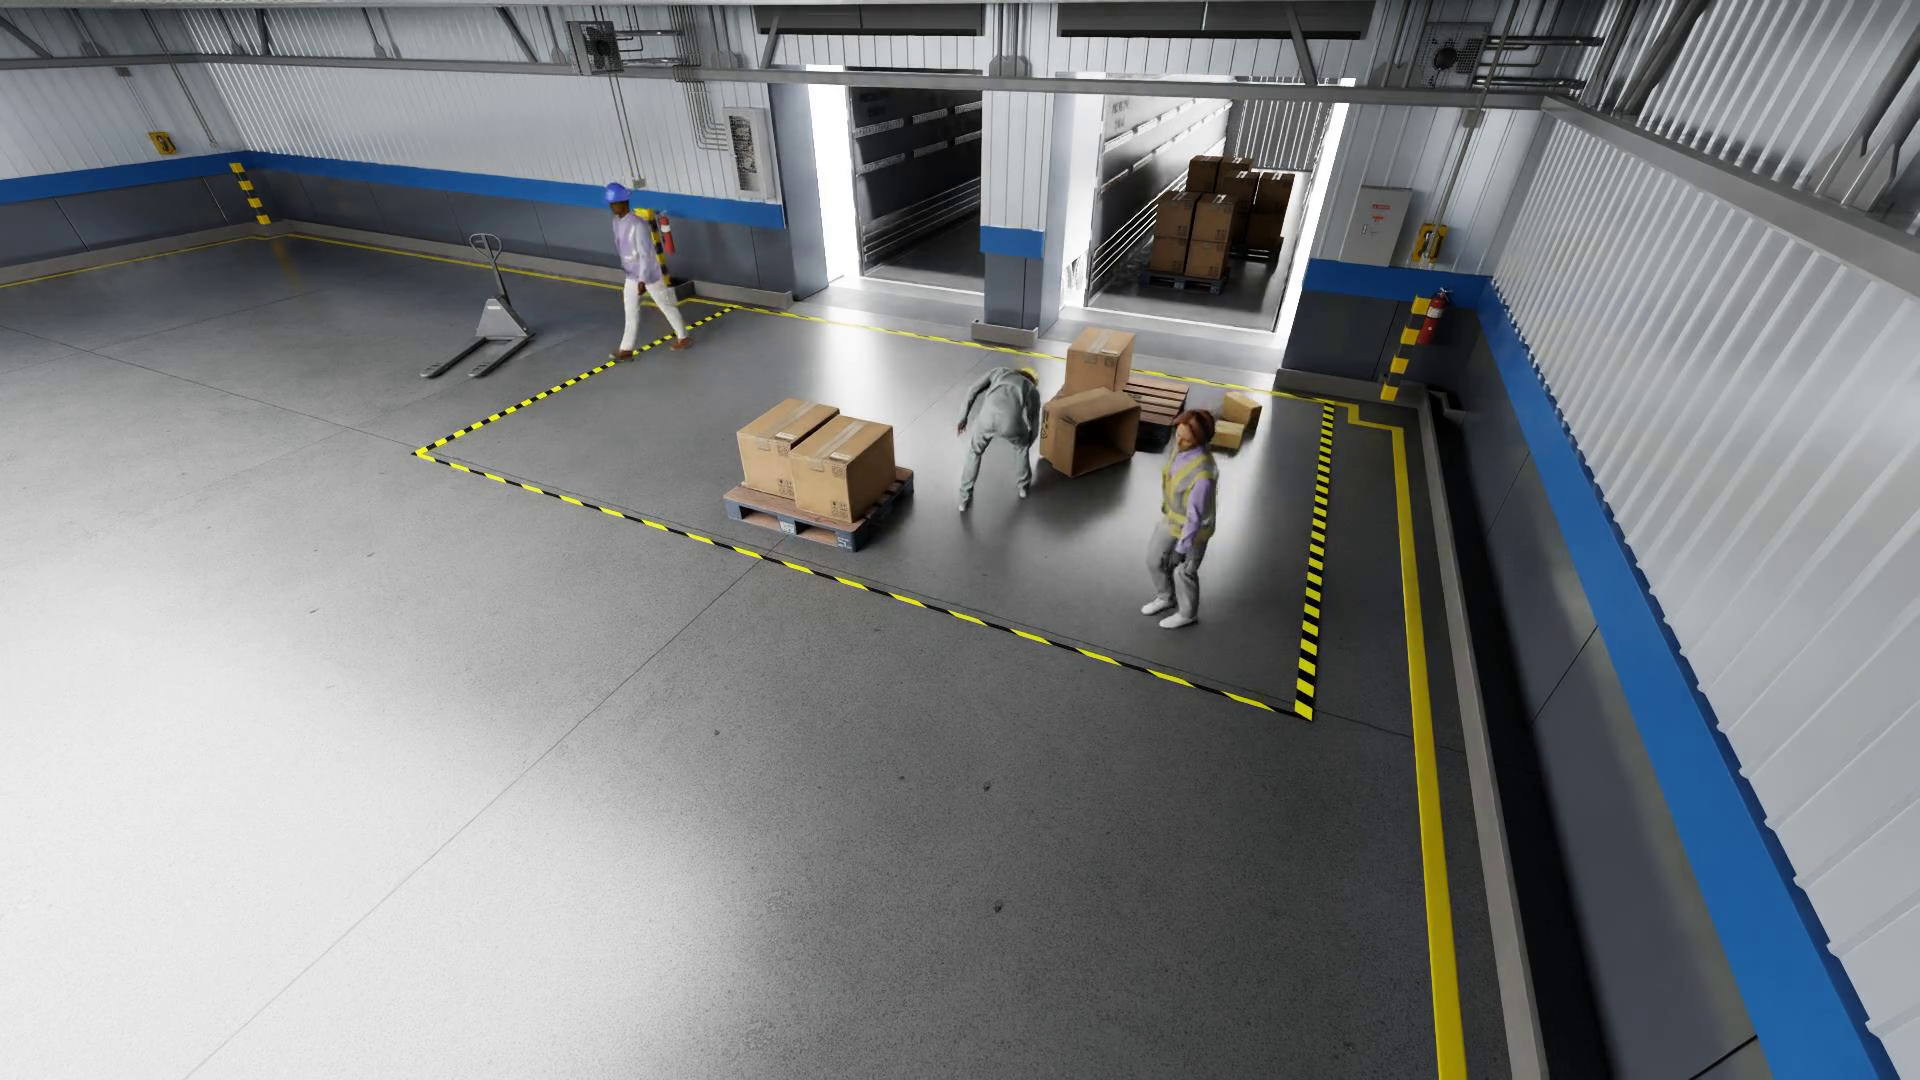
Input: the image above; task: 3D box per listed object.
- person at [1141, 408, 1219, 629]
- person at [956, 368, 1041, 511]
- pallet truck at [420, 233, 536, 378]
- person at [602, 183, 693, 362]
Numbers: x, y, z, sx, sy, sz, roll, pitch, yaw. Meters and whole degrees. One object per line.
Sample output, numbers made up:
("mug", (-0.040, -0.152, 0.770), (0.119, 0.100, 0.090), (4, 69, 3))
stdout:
("person", (1.351, -0.075, 4.398), (0.442, 1.604, 0.534), (-5, 36, -7))
("person", (0.312, -0.877, 5.978), (0.666, 1.106, 0.821), (2, 36, 3))
("pallet truck", (-5.664, -2.712, 8.427), (0.680, 1.201, 1.601), (0, 35, -1))
("person", (-3.634, -2.945, 8.187), (0.613, 1.889, 1.030), (21, 40, 26))
